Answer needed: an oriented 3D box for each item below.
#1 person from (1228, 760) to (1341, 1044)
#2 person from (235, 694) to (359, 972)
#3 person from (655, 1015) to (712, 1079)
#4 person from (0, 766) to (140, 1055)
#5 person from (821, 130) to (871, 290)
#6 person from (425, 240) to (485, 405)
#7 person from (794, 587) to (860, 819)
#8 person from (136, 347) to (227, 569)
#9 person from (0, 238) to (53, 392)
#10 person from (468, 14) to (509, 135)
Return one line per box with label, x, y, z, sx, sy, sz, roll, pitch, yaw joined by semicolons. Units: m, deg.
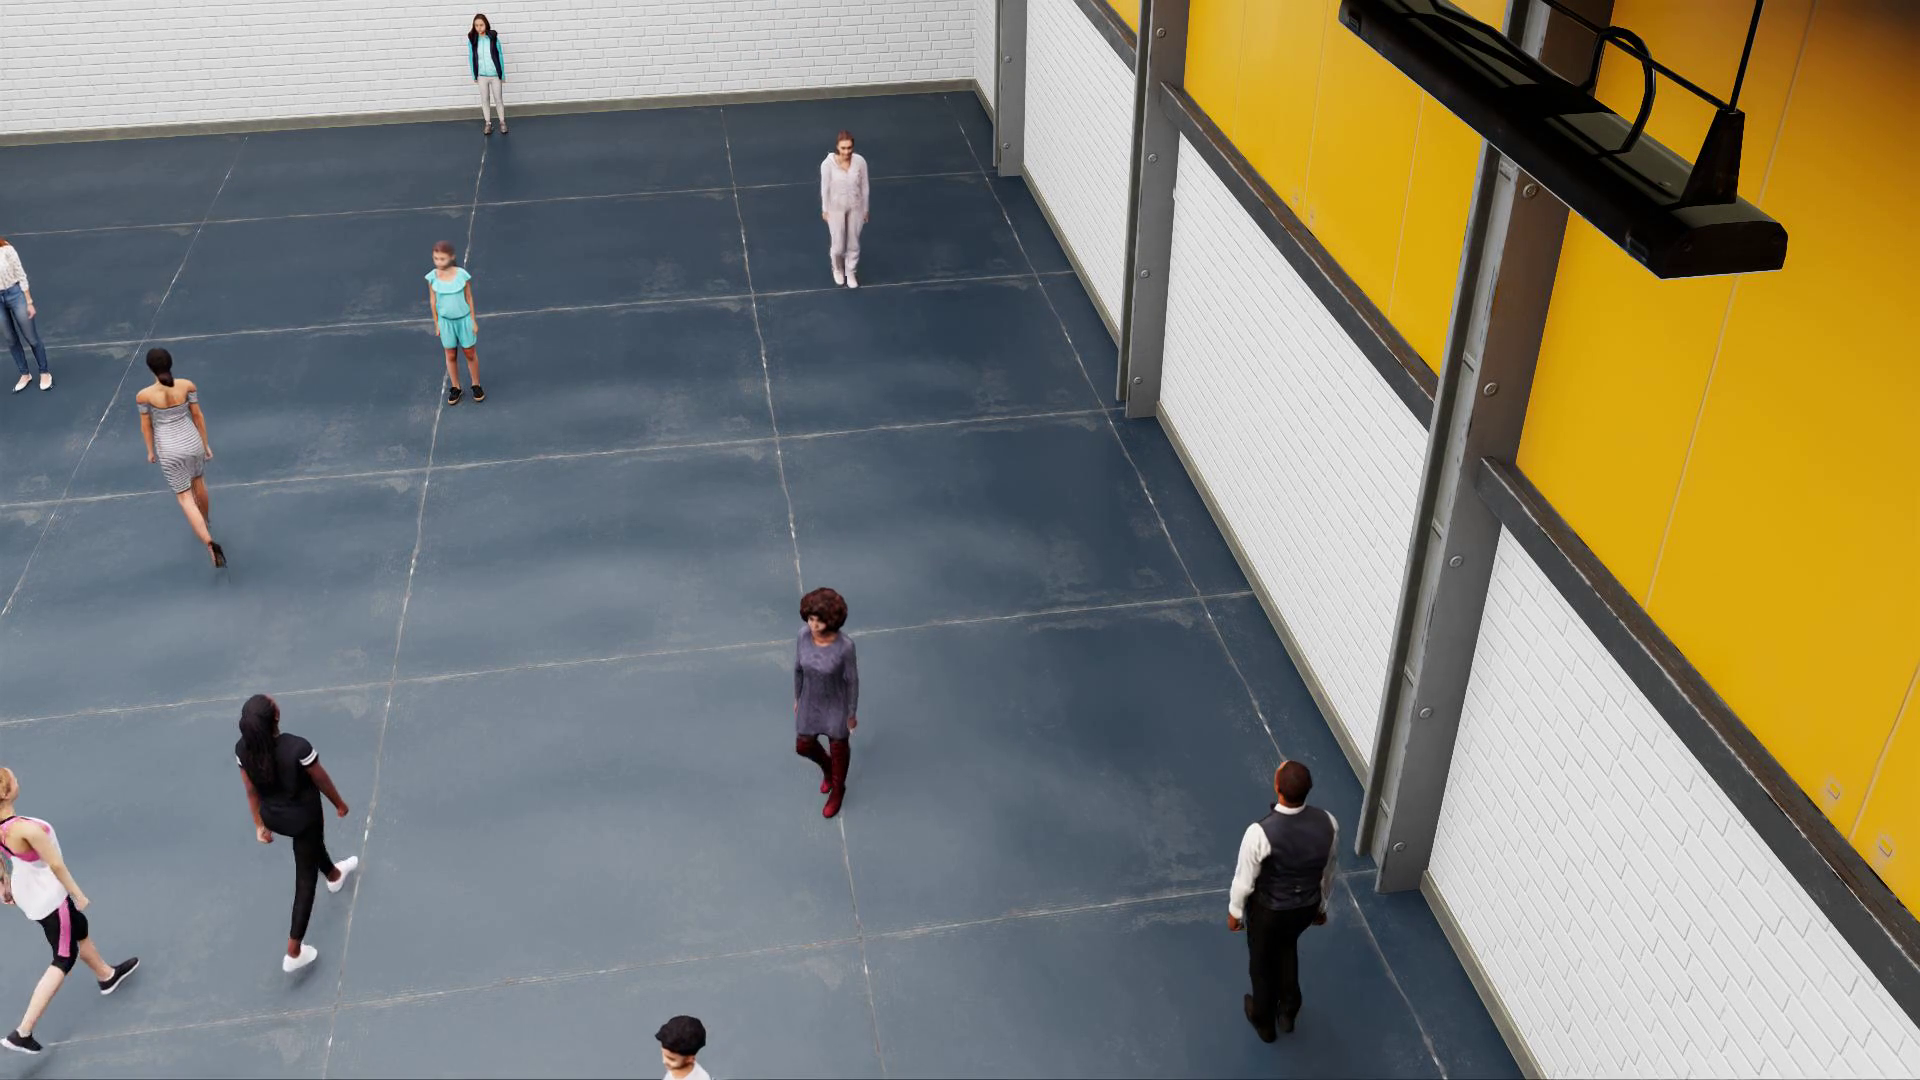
person;1.720;1.981;8.724;0.727;1.911;0.707;-8;34;-11
person;-3.793;1.653;9.422;0.934;1.684;1.276;7;34;10
person;-1.263;2.780;8.120;0.805;1.247;0.845;24;41;32
person;-4.942;1.978;8.862;1.009;1.763;1.184;13;36;19
person;-1.190;-3.414;17.049;0.671;1.679;0.631;-9;35;-14
person;-4.552;-1.983;15.007;0.542;1.558;0.521;-4;34;-7
person;-0.797;0.985;10.411;0.740;1.702;0.788;13;36;19
person;-5.931;-0.600;12.716;0.950;1.789;1.142;-26;42;-34
person;-8.666;-2.181;15.152;0.580;1.726;0.516;-4;34;-7
person;-5.926;-5.870;20.912;0.563;1.494;0.562;-4;34;-7
